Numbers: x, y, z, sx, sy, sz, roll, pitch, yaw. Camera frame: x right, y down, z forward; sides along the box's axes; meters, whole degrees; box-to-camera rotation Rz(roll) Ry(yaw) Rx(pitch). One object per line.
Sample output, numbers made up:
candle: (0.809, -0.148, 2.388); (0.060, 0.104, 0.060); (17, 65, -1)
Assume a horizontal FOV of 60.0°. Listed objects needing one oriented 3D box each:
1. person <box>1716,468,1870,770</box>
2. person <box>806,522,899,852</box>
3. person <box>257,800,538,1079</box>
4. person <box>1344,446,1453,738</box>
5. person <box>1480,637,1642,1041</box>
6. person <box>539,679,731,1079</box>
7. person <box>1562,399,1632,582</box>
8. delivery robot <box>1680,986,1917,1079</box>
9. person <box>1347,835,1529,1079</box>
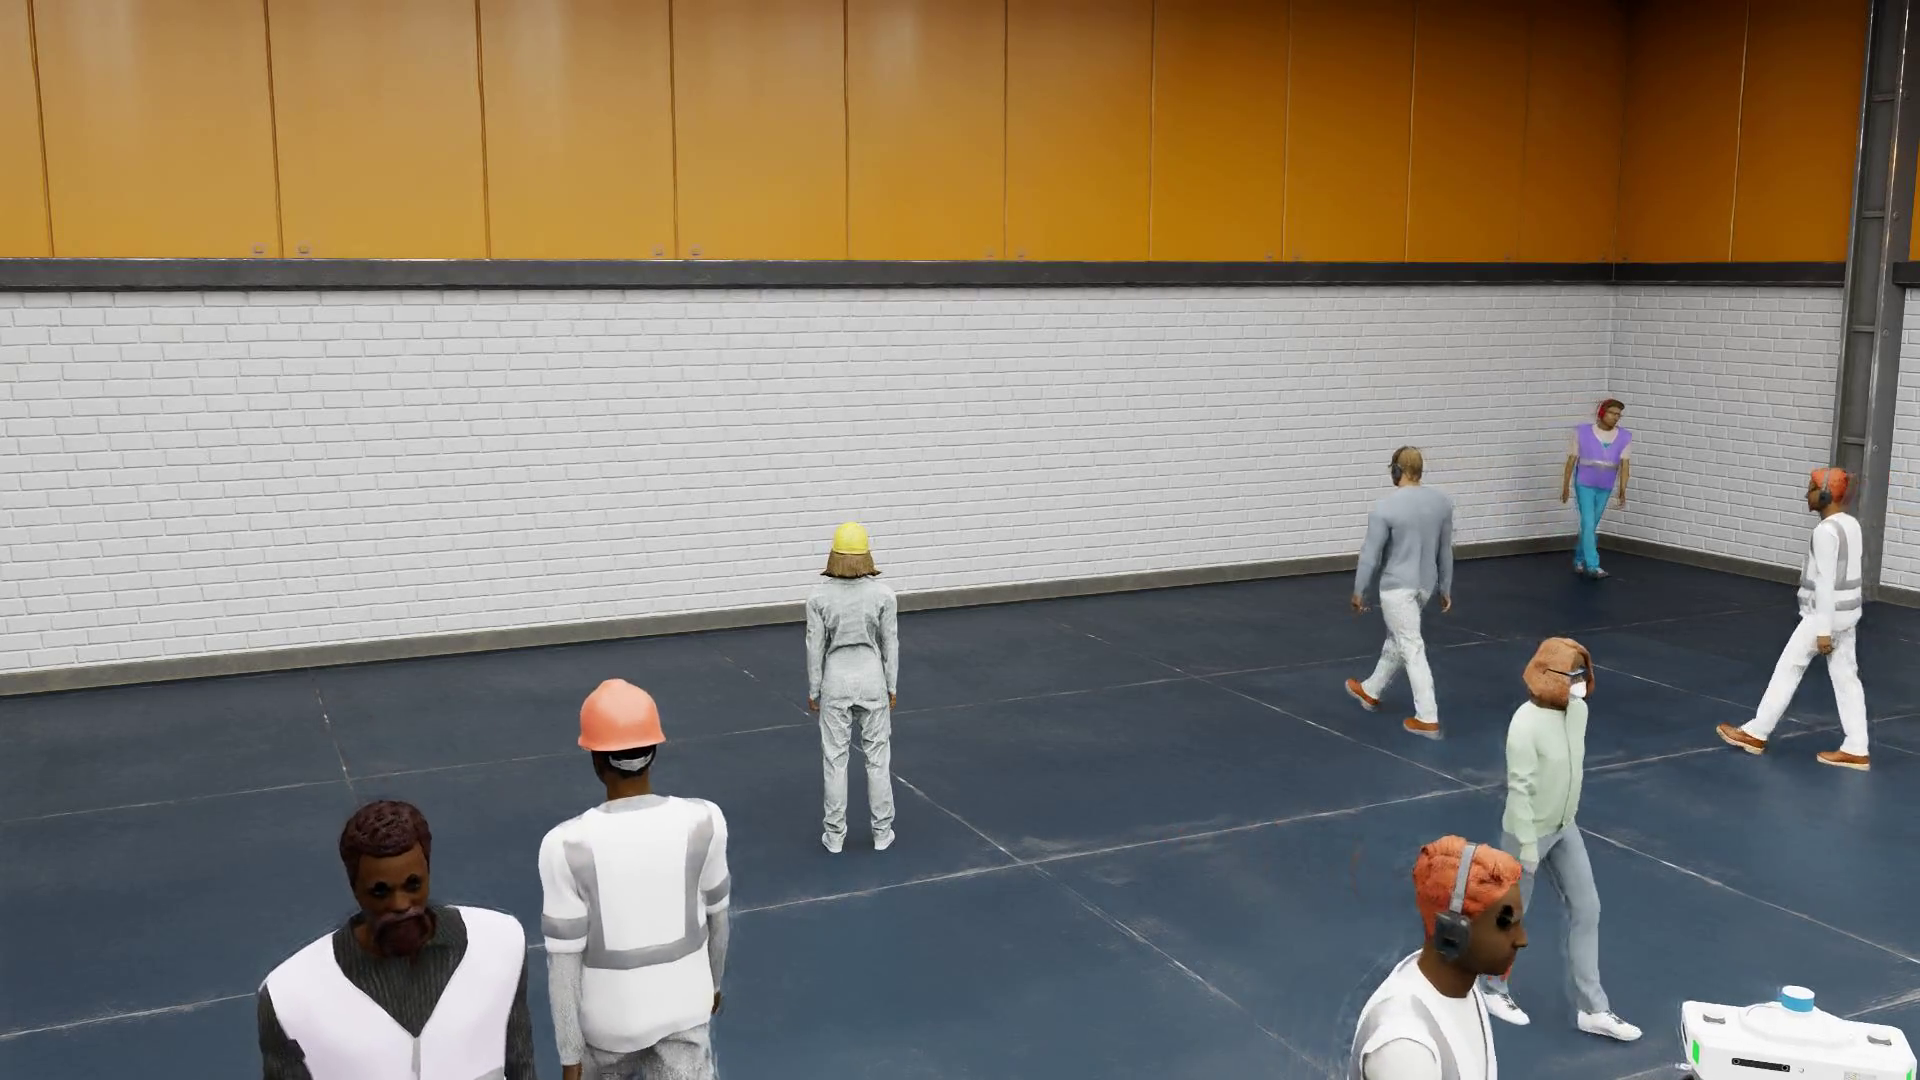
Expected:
person: (5.227, 0.467, 10.284); (0.589, 1.841, 0.941); (-9, 13, -43)
person: (-0.562, 0.769, 8.716); (0.484, 1.745, 0.296); (-1, 9, -6)
person: (-1.223, 1.492, 3.731); (0.625, 1.901, 0.452); (-5, 11, -30)
person: (2.911, 0.312, 11.106); (0.655, 1.883, 1.004); (-5, 10, -28)
person: (2.383, 1.187, 6.553); (0.527, 1.604, 0.738); (-7, 11, -36)
person: (-0.931, 1.327, 4.823); (0.546, 1.884, 0.996); (-3, 10, -19)
person: (6.287, -0.495, 16.399); (0.596, 1.788, 0.903); (0, 9, -2)
delivery robot: (2.884, 1.791, 5.763); (0.707, 0.478, 0.477); (3, 10, 18)
person: (1.063, 1.551, 3.523); (0.765, 1.859, 0.598); (6, 11, 32)
